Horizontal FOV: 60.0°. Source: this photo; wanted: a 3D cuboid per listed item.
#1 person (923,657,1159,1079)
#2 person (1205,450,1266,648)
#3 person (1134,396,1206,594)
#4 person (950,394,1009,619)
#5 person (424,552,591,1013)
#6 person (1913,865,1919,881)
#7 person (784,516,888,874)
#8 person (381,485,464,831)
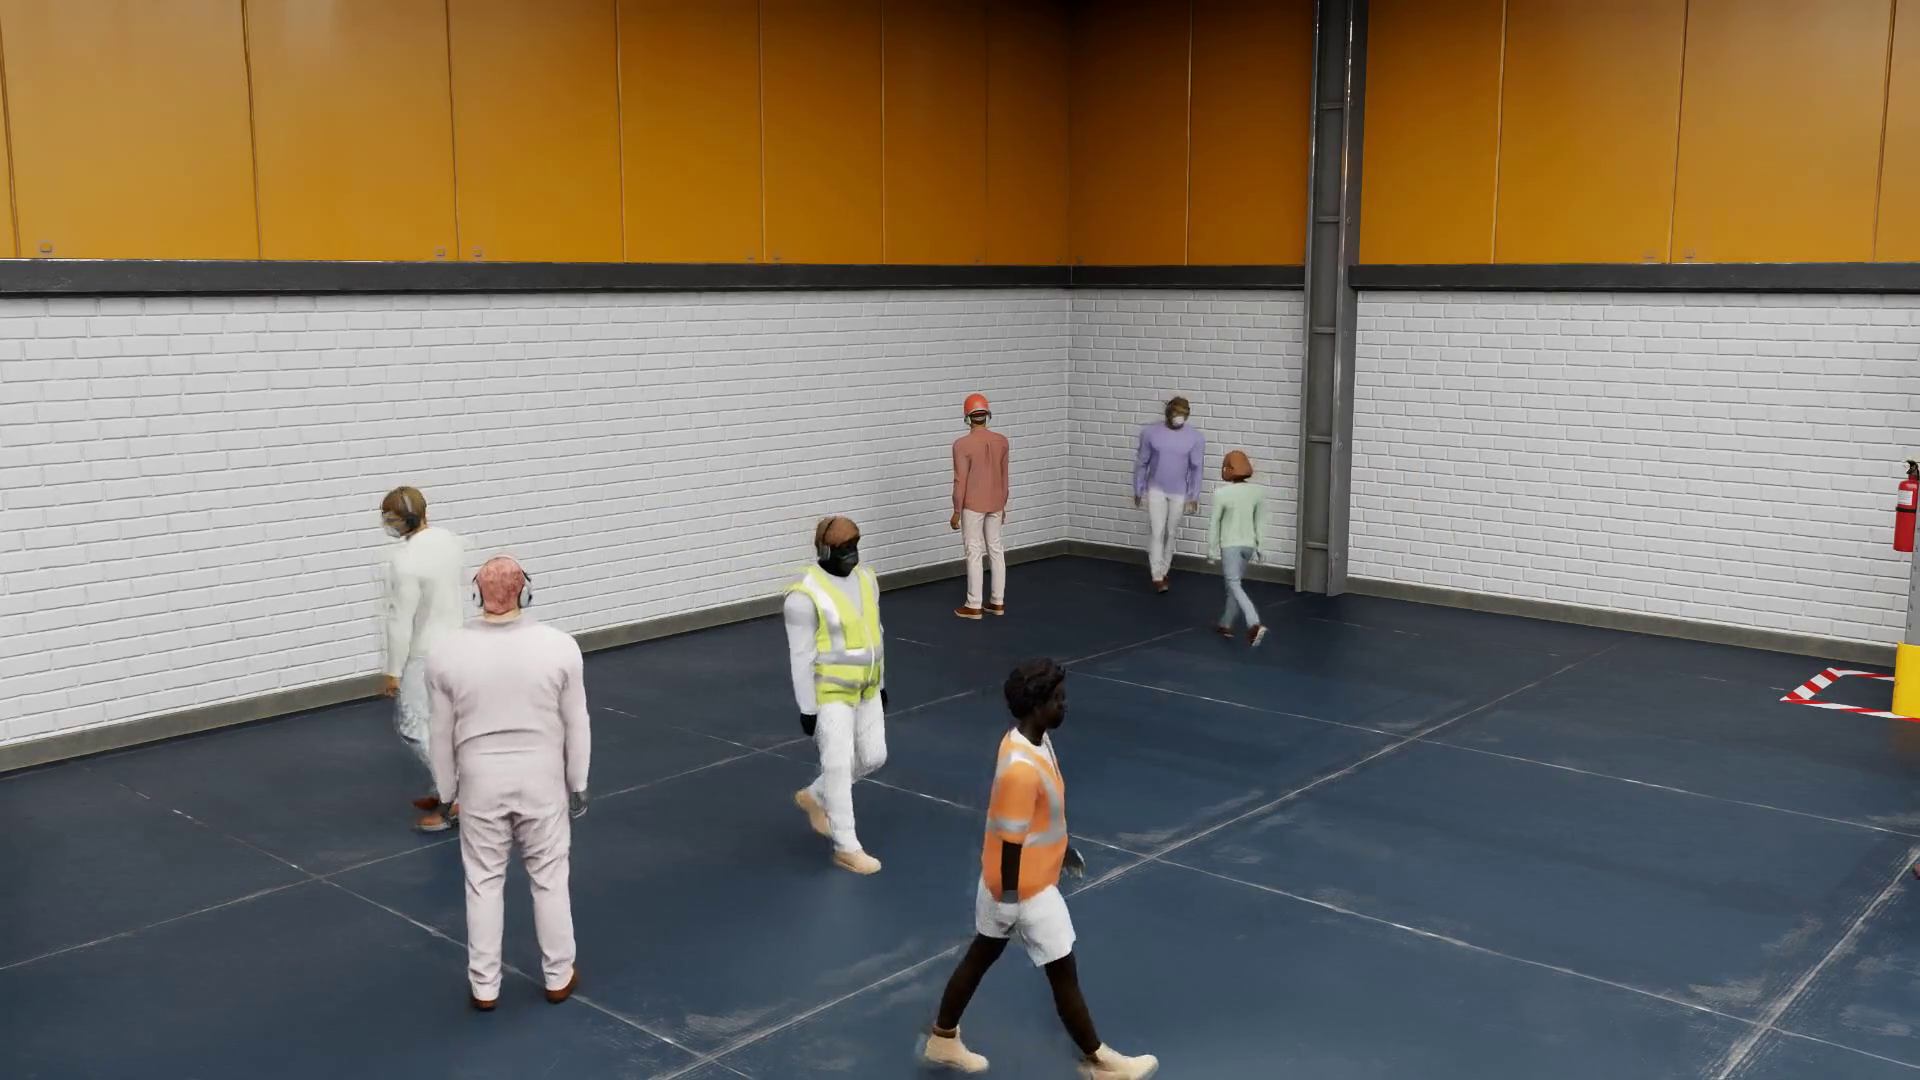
[{"bbox_3d":[0.268,1.239,6.160,0.897,1.646,0.548,0,9,1],"label":"person"},{"bbox_3d":[2.307,0.065,13.704,0.505,1.601,0.801,-4,10,-24],"label":"person"},{"bbox_3d":[1.999,-0.430,15.886,0.658,1.887,0.897,0,9,3],"label":"person"},{"bbox_3d":[0.166,-0.297,14.737,0.613,1.991,0.391,-7,11,-37],"label":"person"},{"bbox_3d":[-1.848,0.996,6.883,0.646,1.906,0.406,-2,9,-11],"label":"person"},{"bbox_3d":[4.861,0.907,7.570,0.674,1.855,0.971,-7,11,-38],"label":"person"},{"bbox_3d":[-0.639,0.772,8.525,0.578,1.830,0.645,7,11,36],"label":"person"},{"bbox_3d":[-2.903,0.639,9.189,0.428,1.917,0.700,1,9,8],"label":"person"}]
